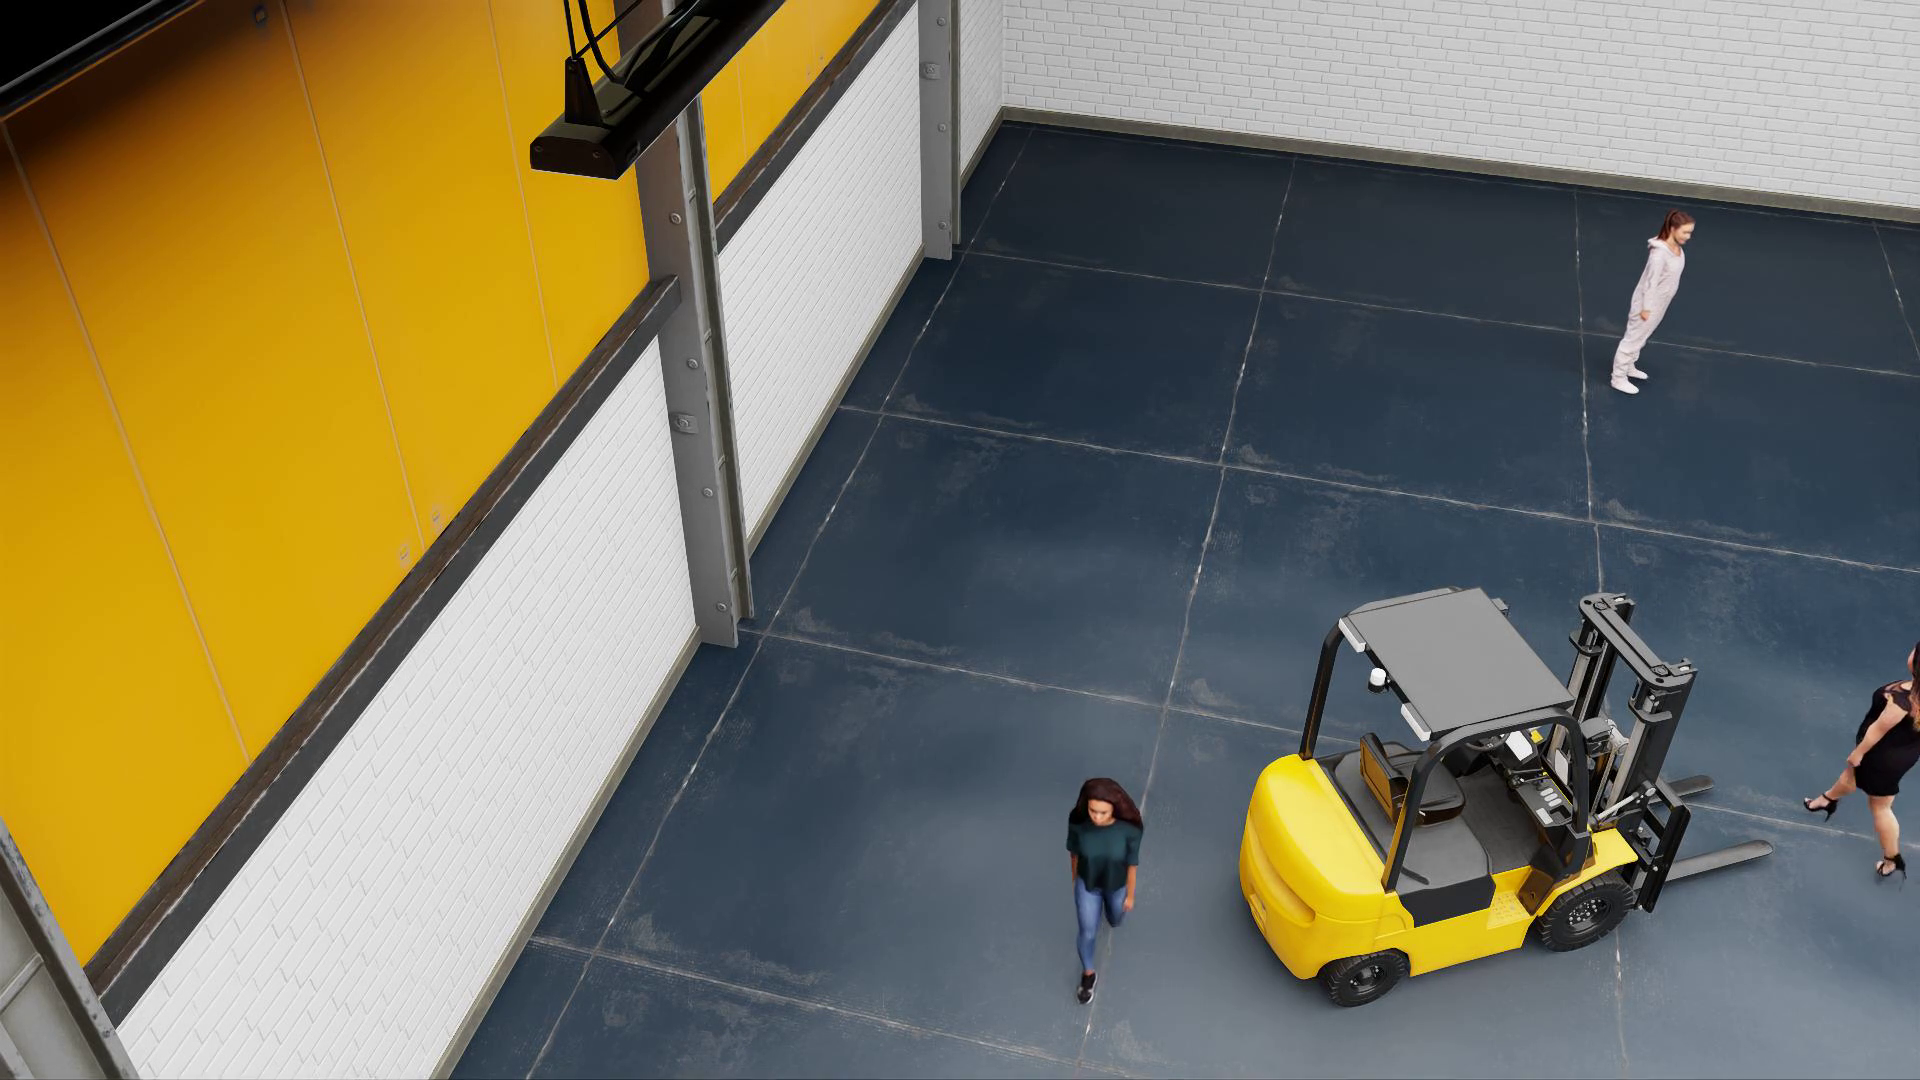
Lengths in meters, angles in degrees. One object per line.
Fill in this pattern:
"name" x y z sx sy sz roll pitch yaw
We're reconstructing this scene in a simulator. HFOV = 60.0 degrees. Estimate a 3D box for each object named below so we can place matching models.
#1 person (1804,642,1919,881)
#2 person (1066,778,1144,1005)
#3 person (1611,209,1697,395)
"person" 5.731 1.369 10.161 1.053 1.679 1.133 -17 42 -21
"person" 0.837 1.910 9.550 0.631 1.596 0.980 7 39 8
"person" 6.017 -2.112 14.514 0.767 1.687 0.627 25 45 28
